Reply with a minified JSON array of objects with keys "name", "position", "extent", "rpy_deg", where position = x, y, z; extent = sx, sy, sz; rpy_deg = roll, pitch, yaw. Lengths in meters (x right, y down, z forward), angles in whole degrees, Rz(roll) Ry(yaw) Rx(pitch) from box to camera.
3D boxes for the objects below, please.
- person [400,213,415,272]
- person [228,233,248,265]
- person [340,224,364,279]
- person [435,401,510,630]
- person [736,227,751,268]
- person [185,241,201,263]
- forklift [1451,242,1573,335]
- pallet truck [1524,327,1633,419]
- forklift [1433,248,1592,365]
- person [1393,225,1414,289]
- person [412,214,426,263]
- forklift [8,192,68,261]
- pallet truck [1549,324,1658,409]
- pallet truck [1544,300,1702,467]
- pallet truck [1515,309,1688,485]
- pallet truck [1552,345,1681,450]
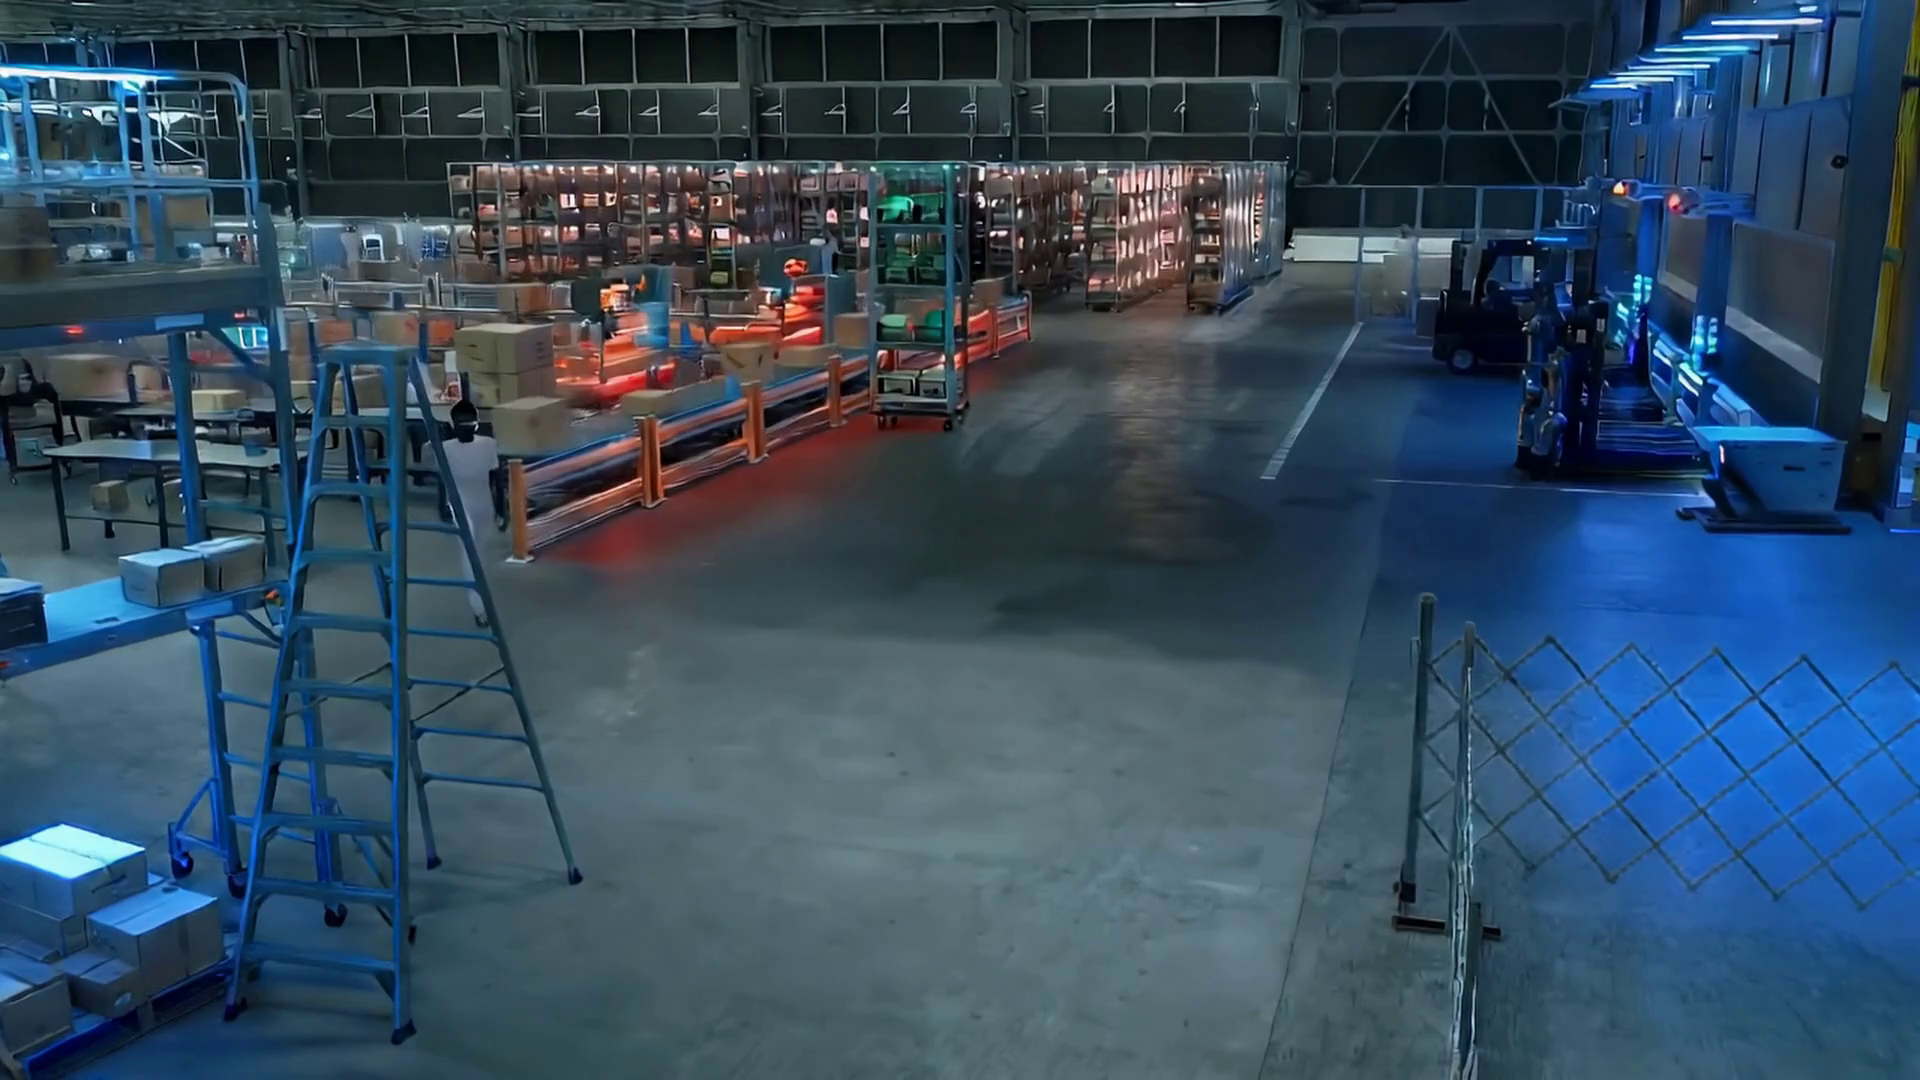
[{"name":"person","position":[-18.177,-9.775,54.643],"extent":[0.402,1.908,0.650],"rpy_deg":[0,13,1]},{"name":"person","position":[-19.196,-7.365,44.362],"extent":[0.589,1.837,0.404],"rpy_deg":[6,14,24]},{"name":"person","position":[-17.610,-8.235,48.229],"extent":[0.573,1.789,0.979],"rpy_deg":[-7,15,-29]},{"name":"person","position":[-4.012,-0.252,13.665],"extent":[0.520,1.836,0.957],"rpy_deg":[-8,15,-30]},{"name":"person","position":[-6.806,-9.263,52.629],"extent":[0.591,1.815,0.640],"rpy_deg":[2,13,8]},{"name":"person","position":[-16.610,-5.513,36.120],"extent":[0.389,1.948,0.608],"rpy_deg":[-5,14,-19]},{"name":"forklift","position":[10.464,-4.597,31.405],"extent":[2.680,1.987,1.157],"rpy_deg":[4,14,16]},{"name":"pallet truck","position":[9.065,-2.460,24.370],"extent":[1.522,1.261,0.704],"rpy_deg":[3,13,14]},{"name":"forklift","position":[9.780,-4.111,29.280],"extent":[2.680,1.987,1.157],"rpy_deg":[3,13,14]},{"name":"person","position":[11.644,-7.285,43.705],"extent":[0.513,1.976,0.635],"rpy_deg":[-11,17,-40]},{"name":"person","position":[-19.217,-10.719,59.084],"extent":[0.486,1.733,0.361],"rpy_deg":[-12,18,-41]},{"name":"forklift","position":[-28.271,-9.301,50.449],"extent":[1.129,2.768,1.873],"rpy_deg":[4,14,16]},{"name":"pallet truck","position":[9.824,-2.669,25.407],"extent":[1.601,1.201,0.680],"rpy_deg":[4,14,16]},{"name":"pallet truck","position":[8.263,-1.952,20.631],"extent":[1.885,1.965,0.823],"rpy_deg":[5,14,20]},{"name":"pallet truck","position":[7.554,-1.677,19.446],"extent":[1.885,1.965,0.823],"rpy_deg":[3,13,14]},{"name":"pallet truck","position":[8.641,-1.896,21.908],"extent":[1.630,1.274,0.653],"rpy_deg":[4,14,16]}]
